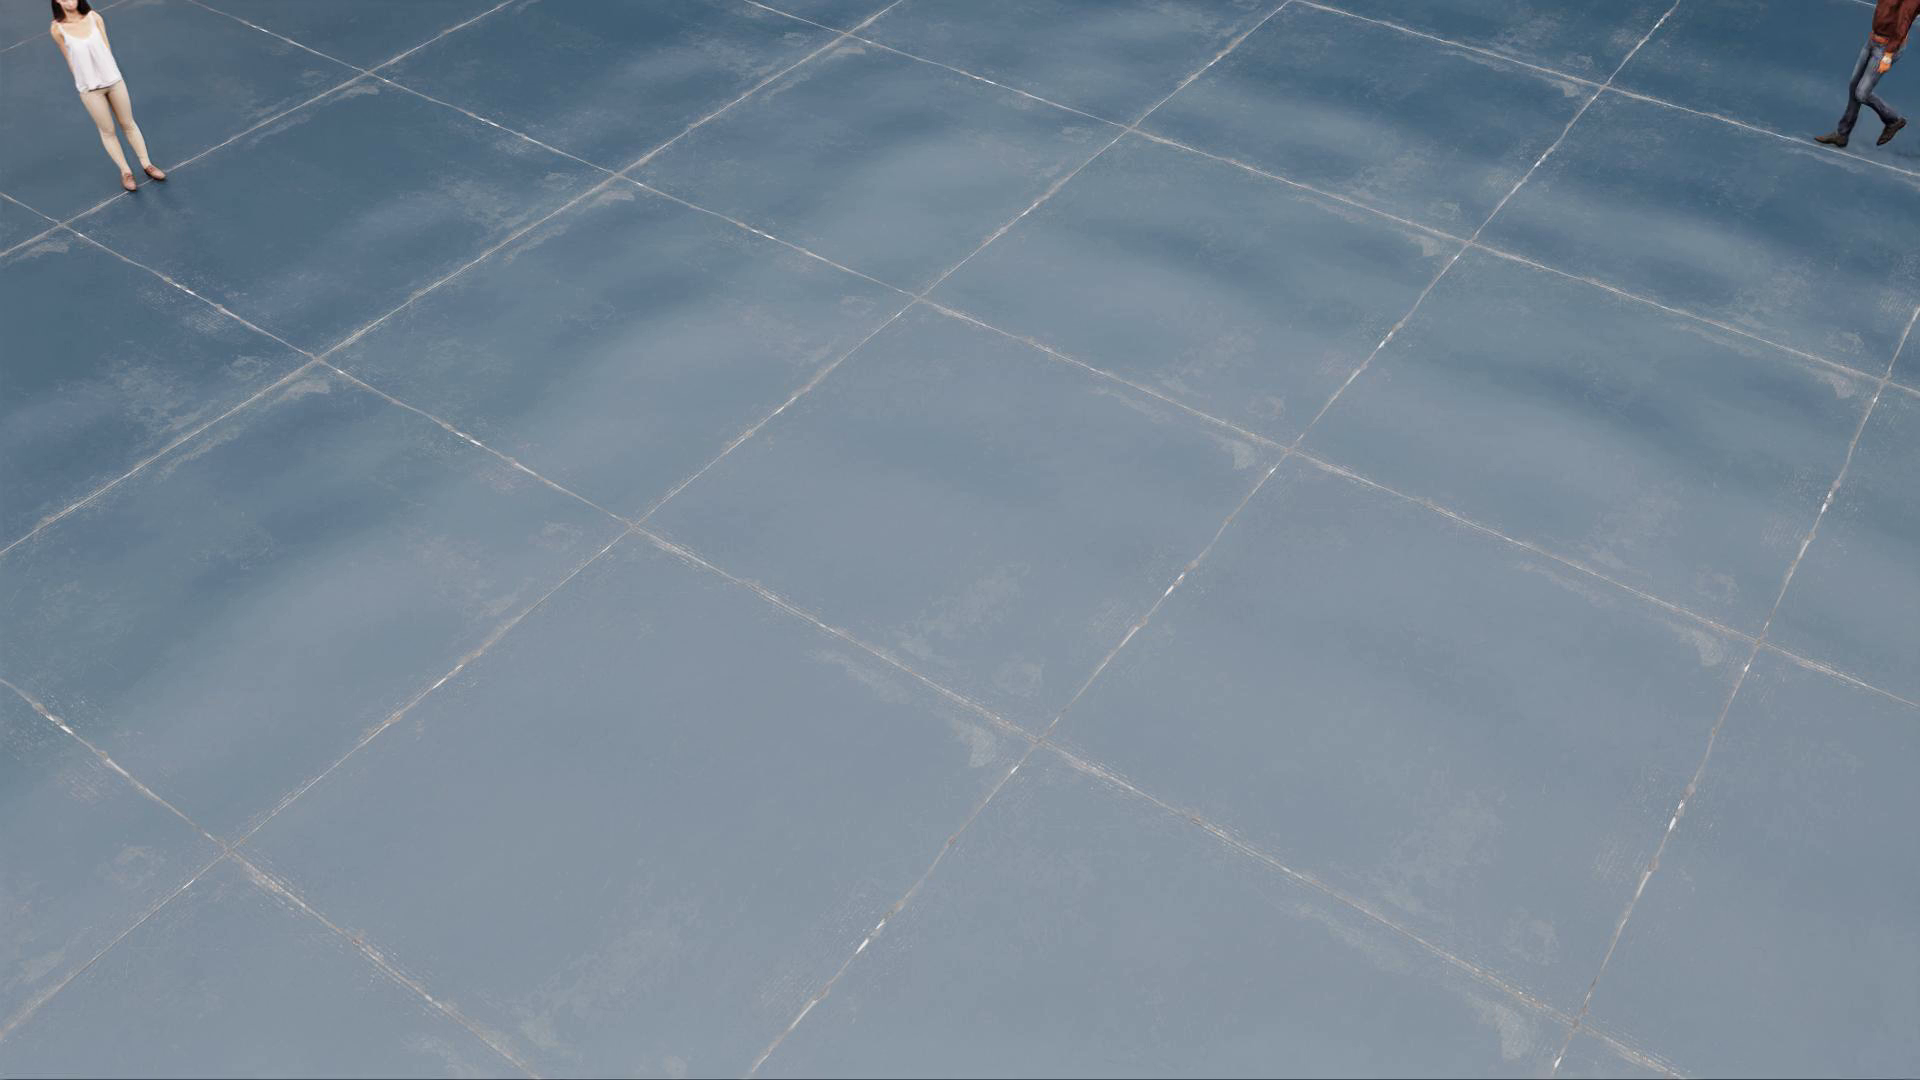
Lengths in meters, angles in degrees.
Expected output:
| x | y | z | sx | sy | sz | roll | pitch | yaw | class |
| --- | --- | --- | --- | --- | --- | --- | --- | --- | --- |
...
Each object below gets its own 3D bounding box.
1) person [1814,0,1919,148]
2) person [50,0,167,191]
| x | y | z | sx | sy | sz | roll | pitch | yaw | class |
| --- | --- | --- | --- | --- | --- | --- | --- | --- | --- |
| 7.341 | -3.867 | 13.061 | 0.988 | 1.770 | 0.882 | 4 | 43 | 4 | person |
| -6.623 | -3.523 | 12.778 | 0.571 | 1.654 | 0.645 | 26 | 49 | 25 | person |
